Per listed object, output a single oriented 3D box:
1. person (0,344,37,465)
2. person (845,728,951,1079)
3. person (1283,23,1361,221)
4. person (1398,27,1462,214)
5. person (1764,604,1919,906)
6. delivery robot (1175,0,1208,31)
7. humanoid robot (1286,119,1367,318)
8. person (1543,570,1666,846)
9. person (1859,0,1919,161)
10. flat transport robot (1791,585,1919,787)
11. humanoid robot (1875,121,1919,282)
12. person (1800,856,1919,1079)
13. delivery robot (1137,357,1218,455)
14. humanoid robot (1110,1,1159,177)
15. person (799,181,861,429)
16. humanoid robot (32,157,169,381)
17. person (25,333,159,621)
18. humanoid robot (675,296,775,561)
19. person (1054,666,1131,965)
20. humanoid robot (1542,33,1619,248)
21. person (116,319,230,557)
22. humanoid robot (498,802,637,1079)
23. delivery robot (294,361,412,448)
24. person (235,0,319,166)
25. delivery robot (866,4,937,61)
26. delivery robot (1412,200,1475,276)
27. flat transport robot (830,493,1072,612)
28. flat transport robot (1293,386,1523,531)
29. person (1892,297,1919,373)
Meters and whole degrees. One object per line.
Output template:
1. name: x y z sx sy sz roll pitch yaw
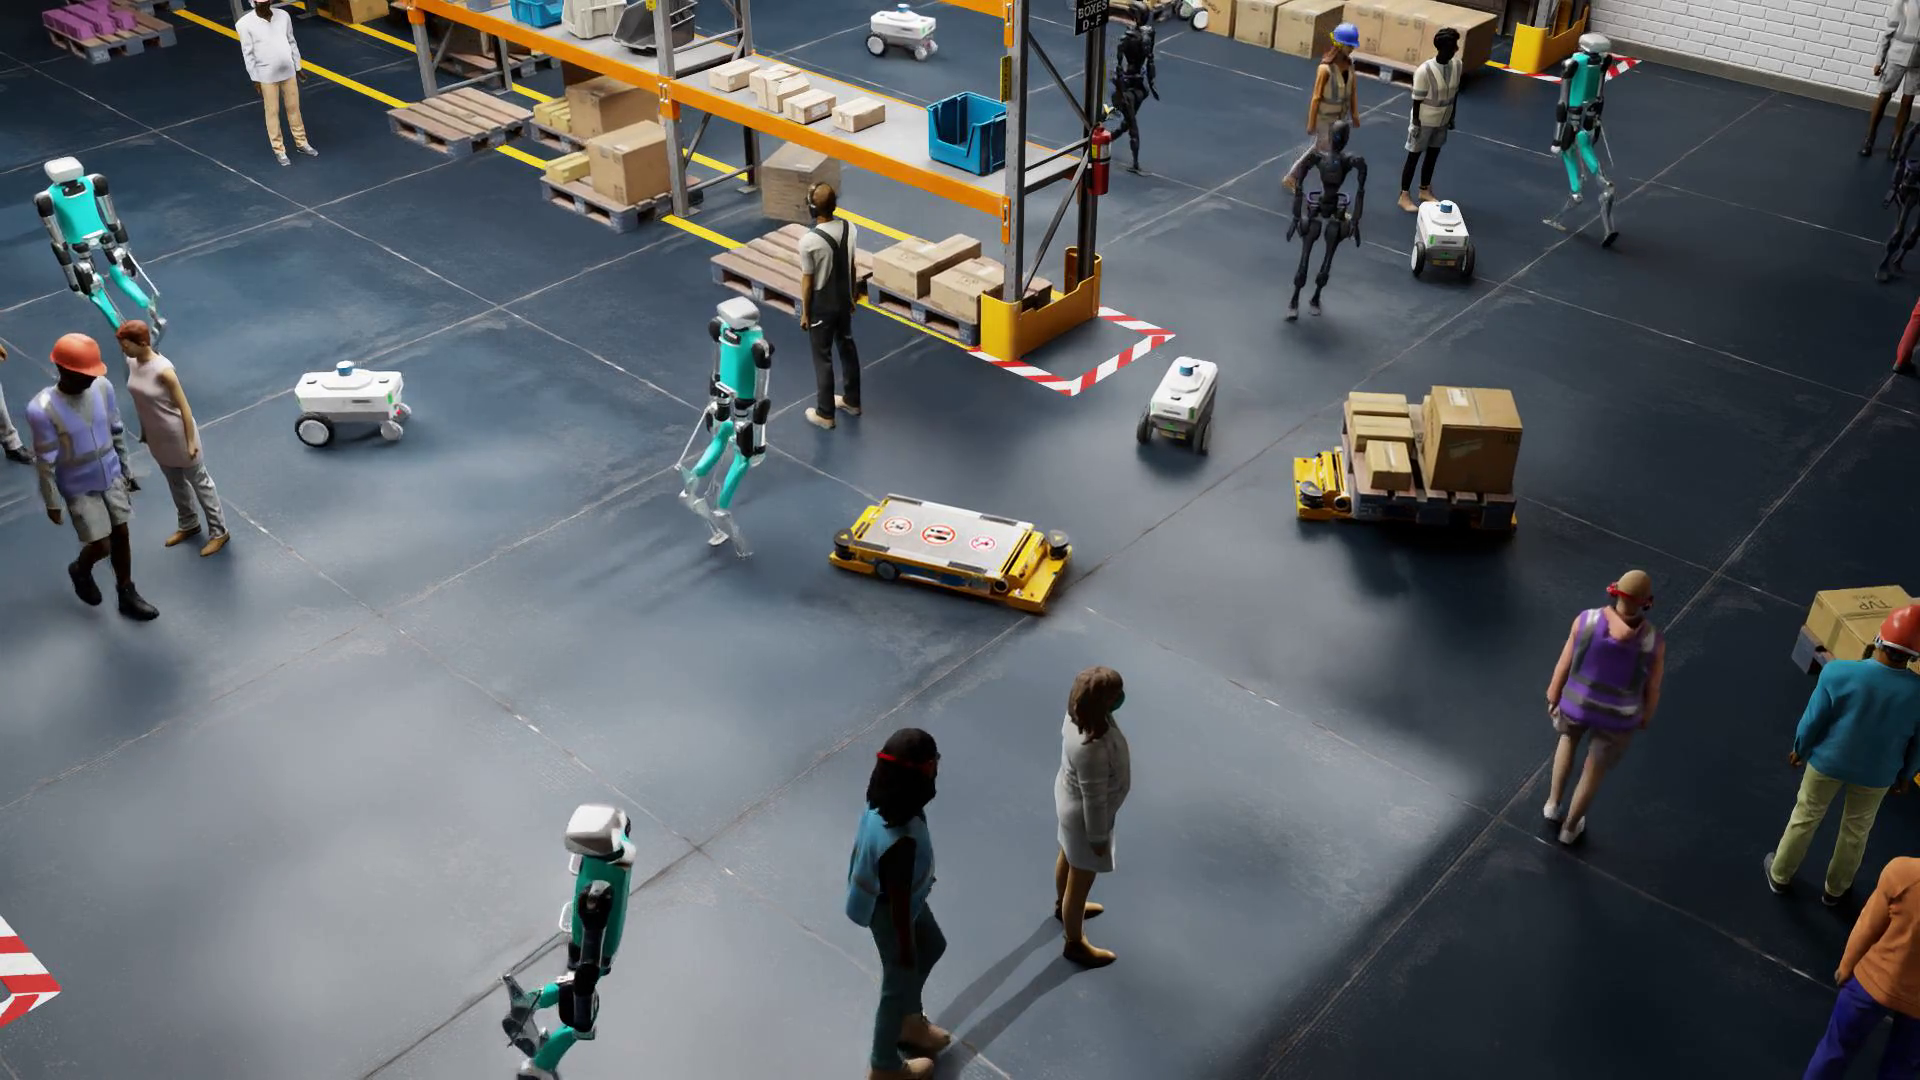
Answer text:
1. person: -6.763 -1.259 11.253 0.404 1.836 0.599 18 39 25
2. person: -0.256 1.574 7.153 0.479 1.842 0.517 -2 35 -2
3. person: 3.332 -3.857 15.117 0.467 1.740 0.891 -28 43 -34
4. person: 4.273 -3.806 15.069 0.532 1.693 0.320 -18 38 -24
5. person: 4.302 1.040 7.996 0.570 1.750 0.328 14 37 19
6. delivery robot: 2.990 -6.417 19.849 0.760 0.588 0.521 -10 36 -14
7. humanoid robot: 2.914 -2.551 13.272 0.588 1.652 0.446 4 35 6
8. person: 3.215 0.842 8.344 0.504 1.678 0.409 20 40 27
9. person: 9.155 -4.634 16.072 0.547 1.924 0.387 13 37 19
10. flat transport robot: 5.464 0.965 9.412 0.659 0.231 1.431 -4 35 -6
11. humanoid robot: 8.044 -2.945 13.845 0.587 1.645 0.452 6 35 9
12. person: 3.837 1.790 6.724 0.515 1.973 0.401 19 39 25
13. delivery robot: 1.613 -1.004 12.012 0.499 0.593 0.789 13 37 17
14. humanoid robot: 1.608 -4.359 15.933 0.751 1.652 0.602 29 44 35
15. person: -0.927 -1.670 11.854 0.340 1.838 0.499 27 43 33
16. humanoid robot: -6.242 -1.885 12.297 0.757 1.841 0.551 24 41 31
17. person: -5.176 -0.350 9.884 0.558 1.896 0.626 16 38 22
18. humanoid robot: -1.522 -0.606 10.398 0.741 1.789 0.542 -28 44 -35
19. person: 0.613 1.259 7.759 0.343 1.659 0.488 -1 35 -2
20. humanoid robot: 5.586 -3.429 14.513 0.547 1.803 0.914 -19 39 -25
21. person: -5.003 -0.651 10.529 0.451 1.657 0.290 16 38 22
22. humanoid robot: -1.680 1.854 6.919 0.819 1.862 0.555 0 35 -1
23. delivery robot: -4.426 -0.999 12.022 0.790 0.614 0.499 -1 35 -1
24. person: -6.597 -4.526 16.059 0.325 1.752 0.560 25 42 32
25. delivery robot: -0.669 -5.794 18.968 0.815 0.612 0.499 14 37 20
26. delivery robot: 4.164 -2.642 14.374 0.499 0.581 0.774 3 35 4
27. flat transport robot: -0.057 0.067 10.713 1.431 0.231 0.659 12 36 17
28. flat transport robot: 3.015 -0.352 11.320 1.431 0.231 0.659 4 35 5
29. person: 7.408 -1.988 12.372 0.306 1.768 0.524 -17 38 -23
